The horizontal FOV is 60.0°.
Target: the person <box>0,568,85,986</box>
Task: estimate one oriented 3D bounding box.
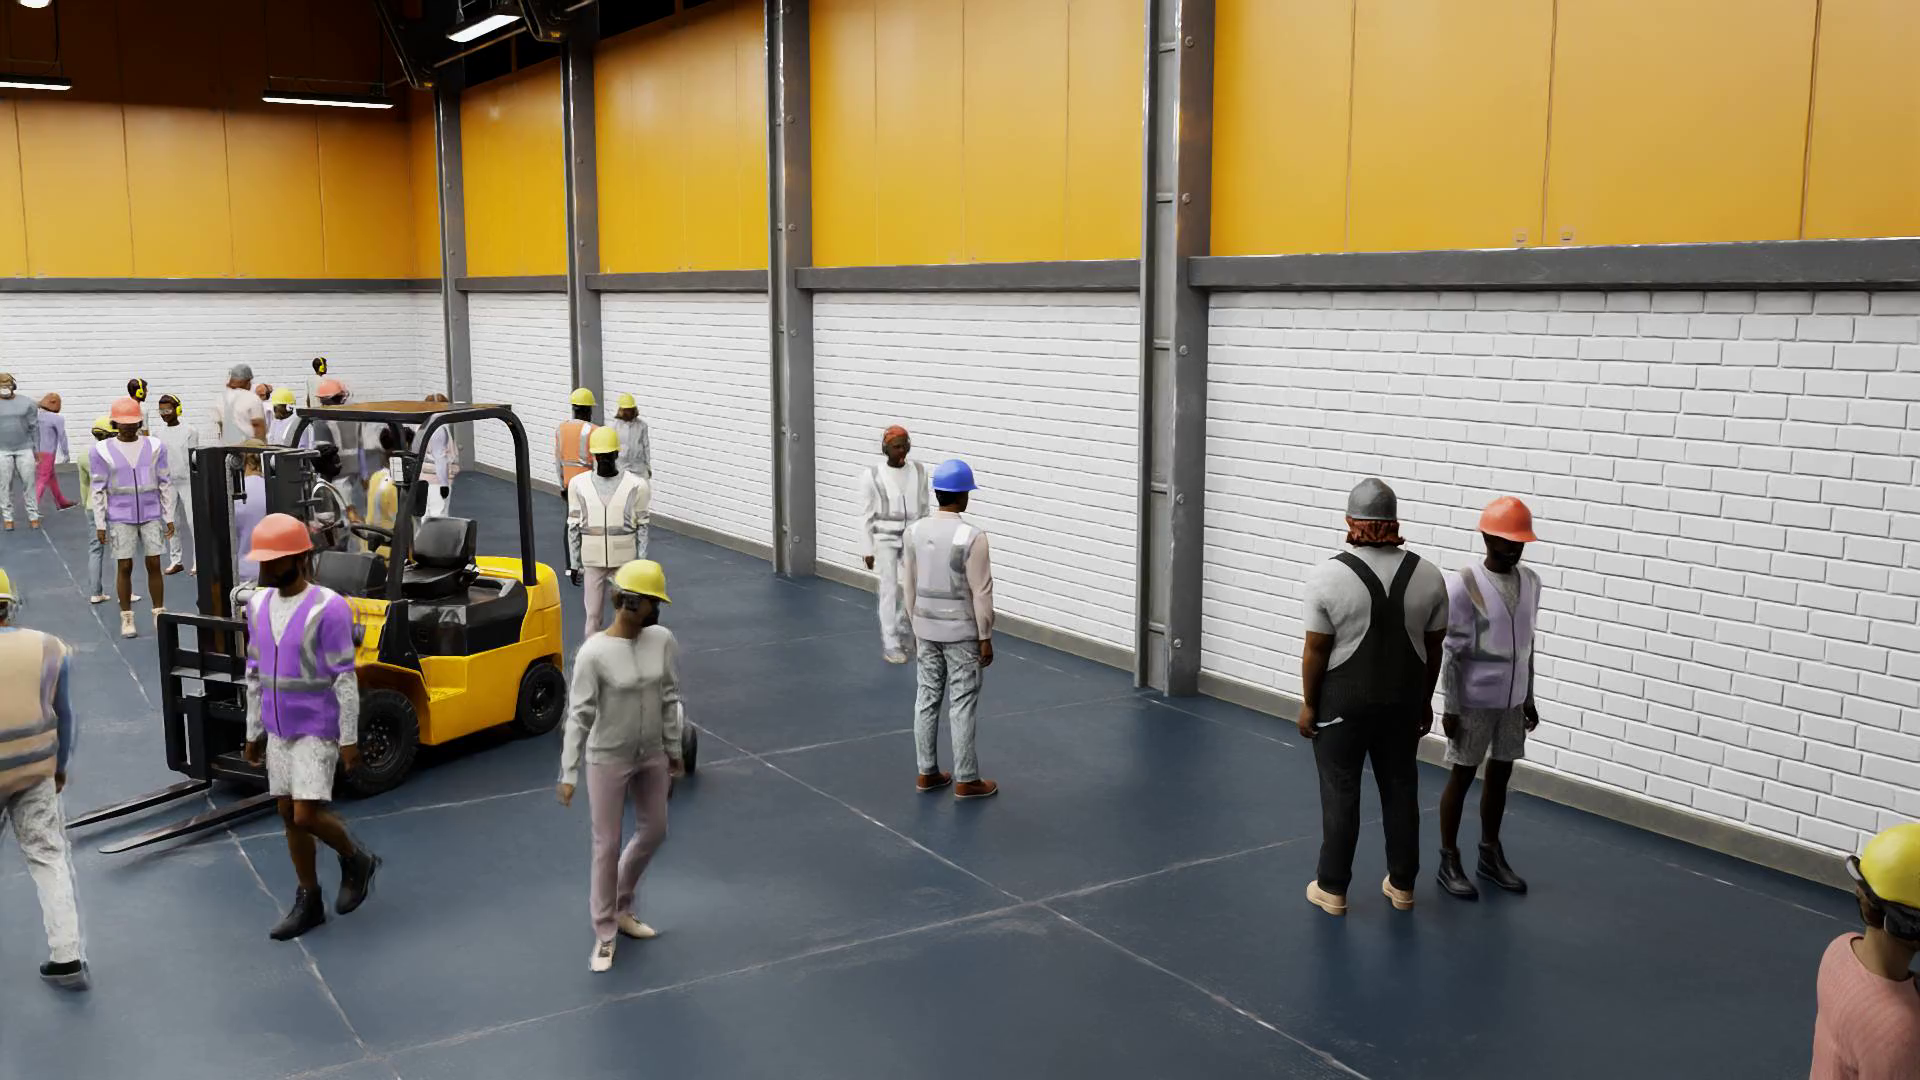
[{"bbox_3d":[-4.027,0.964,6.981,0.949,1.780,0.618,7,11,38],"label":"person"}]

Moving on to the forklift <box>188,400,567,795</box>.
[{"bbox_3d":[-3.529,0.258,10.348,1.214,2.155,2.313,4,9,25],"label":"forklift"}]

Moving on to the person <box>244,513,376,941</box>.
[{"bbox_3d":[-2.944,0.826,7.444,0.565,1.920,0.462,4,9,23],"label":"person"}]

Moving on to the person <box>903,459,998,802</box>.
[{"bbox_3d":[-0.052,0.511,9.470,0.607,1.947,0.393,7,11,37],"label":"person"}]

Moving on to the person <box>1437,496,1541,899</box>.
[{"bbox_3d":[2.547,0.746,7.930,0.551,1.932,0.378,-3,9,-22],"label":"person"}]

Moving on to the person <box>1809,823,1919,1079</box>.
[{"bbox_3d":[2.021,1.469,3.677,0.341,1.755,0.532,2,9,15],"label":"person"}]

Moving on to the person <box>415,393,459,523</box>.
[{"bbox_3d":[-5.465,-0.613,17.406,0.430,1.844,0.624,-5,10,-33],"label":"person"}]

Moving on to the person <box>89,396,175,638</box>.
[{"bbox_3d":[-6.906,-0.190,13.926,0.613,2.033,0.411,-7,11,-38],"label":"person"}]

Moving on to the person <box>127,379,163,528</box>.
[{"bbox_3d":[-9.930,-1.019,20.116,0.525,1.854,0.342,4,10,28],"label":"person"}]

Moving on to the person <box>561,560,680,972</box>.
[{"bbox_3d":[-1.479,0.957,7.174,0.381,1.749,0.655,7,11,40],"label":"person"}]

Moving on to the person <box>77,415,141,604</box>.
[{"bbox_3d":[-7.893,-0.278,15.437,0.515,1.760,0.331,1,8,5],"label":"person"}]

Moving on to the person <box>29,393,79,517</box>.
[{"bbox_3d":[-11.831,-1.106,21.579,0.530,1.583,0.873,3,9,19],"label":"person"}]

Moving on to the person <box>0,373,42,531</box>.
[{"bbox_3d":[-11.524,-1.070,20.218,0.636,1.927,0.386,-5,10,-32],"label":"person"}]

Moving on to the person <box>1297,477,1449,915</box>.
[{"bbox_3d":[1.885,0.716,7.778,0.688,2.000,0.536,-1,9,-9],"label":"person"}]

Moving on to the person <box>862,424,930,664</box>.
[{"bbox_3d":[-0.473,0.036,12.917,0.617,1.869,0.418,-4,10,-27],"label":"person"}]

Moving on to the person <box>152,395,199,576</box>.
[{"bbox_3d":[-7.979,-0.553,16.978,0.510,1.854,0.324,1,8,3],"label":"person"}]

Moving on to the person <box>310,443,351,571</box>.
[{"bbox_3d":[-5.006,0.079,13.220,0.319,1.697,0.533,-3,9,-22],"label":"person"}]

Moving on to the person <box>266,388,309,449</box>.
[{"bbox_3d":[-7.509,-0.781,18.557,0.589,1.835,0.403,6,10,35],"label":"person"}]

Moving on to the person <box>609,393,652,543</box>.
[{"bbox_3d":[-3.803,-0.829,19.205,0.515,1.730,0.346,-5,10,-29],"label":"person"}]

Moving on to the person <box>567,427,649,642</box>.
[{"bbox_3d":[-2.541,0.139,12.048,0.585,1.927,0.366,-1,8,-6],"label":"person"}]

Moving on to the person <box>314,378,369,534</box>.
[{"bbox_3d":[-6.457,-0.703,17.546,1.004,2.005,0.617,3,9,21],"label":"person"}]

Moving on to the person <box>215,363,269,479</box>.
[{"bbox_3d":[-8.835,-1.181,20.565,0.698,2.000,0.604,4,9,25],"label":"person"}]

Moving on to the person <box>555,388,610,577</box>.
[{"bbox_3d":[-3.821,-0.572,16.839,0.590,1.926,0.388,5,10,31],"label":"person"}]
